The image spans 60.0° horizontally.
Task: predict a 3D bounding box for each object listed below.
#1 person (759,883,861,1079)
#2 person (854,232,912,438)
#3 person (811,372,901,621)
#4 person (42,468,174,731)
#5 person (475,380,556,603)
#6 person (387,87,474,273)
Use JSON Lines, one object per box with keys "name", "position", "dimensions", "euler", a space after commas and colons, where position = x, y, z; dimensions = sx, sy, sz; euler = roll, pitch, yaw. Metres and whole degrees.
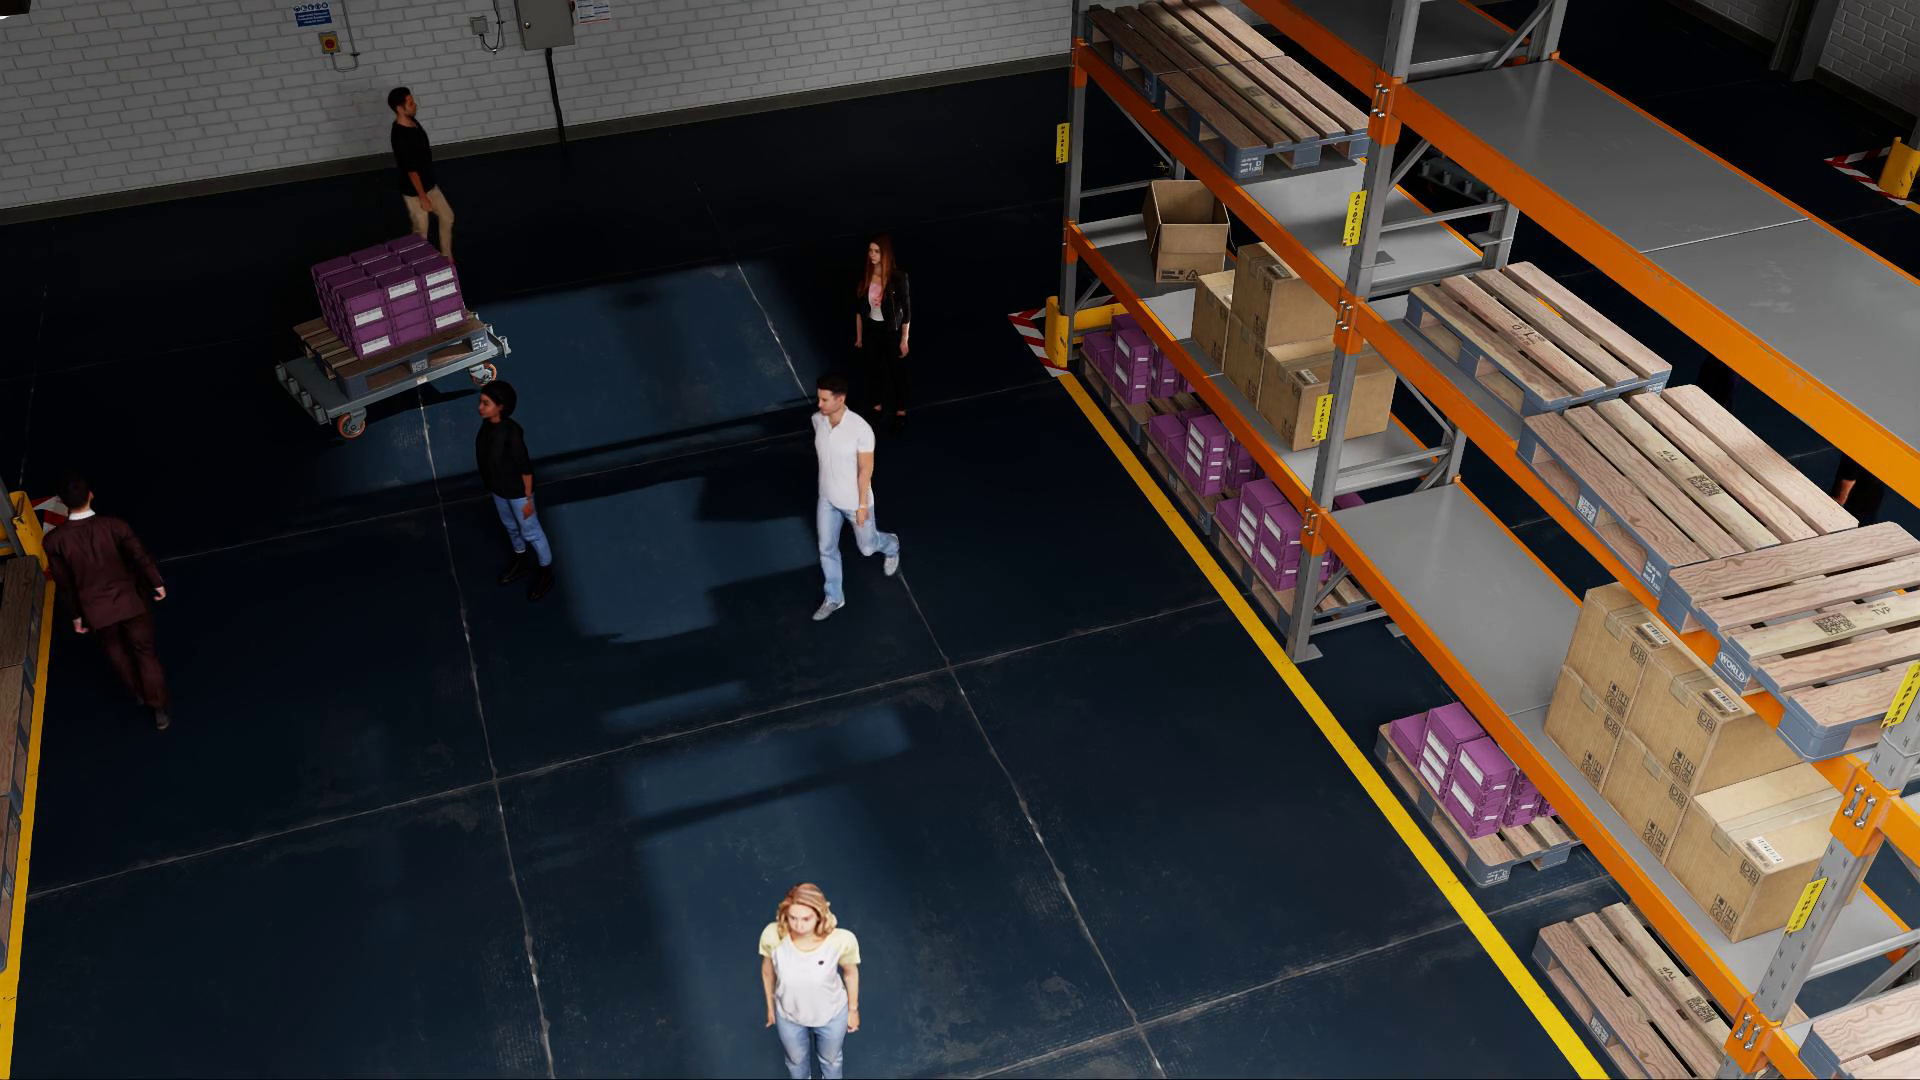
{"name": "person", "position": [-0.717, 2.242, 8.010], "dimensions": [0.698, 1.723, 0.667], "euler": [1, 39, 1]}
{"name": "person", "position": [-0.577, -1.604, 12.834], "dimensions": [0.673, 1.713, 0.736], "euler": [17, 42, 20]}
{"name": "person", "position": [-0.709, -0.341, 11.159], "dimensions": [1.144, 1.829, 1.140], "euler": [21, 43, 24]}
{"name": "person", "position": [-5.175, 0.434, 10.175], "dimensions": [0.710, 1.846, 0.794], "euler": [-14, 41, -17]}
{"name": "person", "position": [-3.031, -0.352, 11.276], "dimensions": [0.628, 1.701, 0.720], "euler": [27, 46, 29]}
{"name": "person", "position": [-4.829, -3.079, 14.575], "dimensions": [0.830, 1.846, 0.740], "euler": [-2, 39, -3]}
